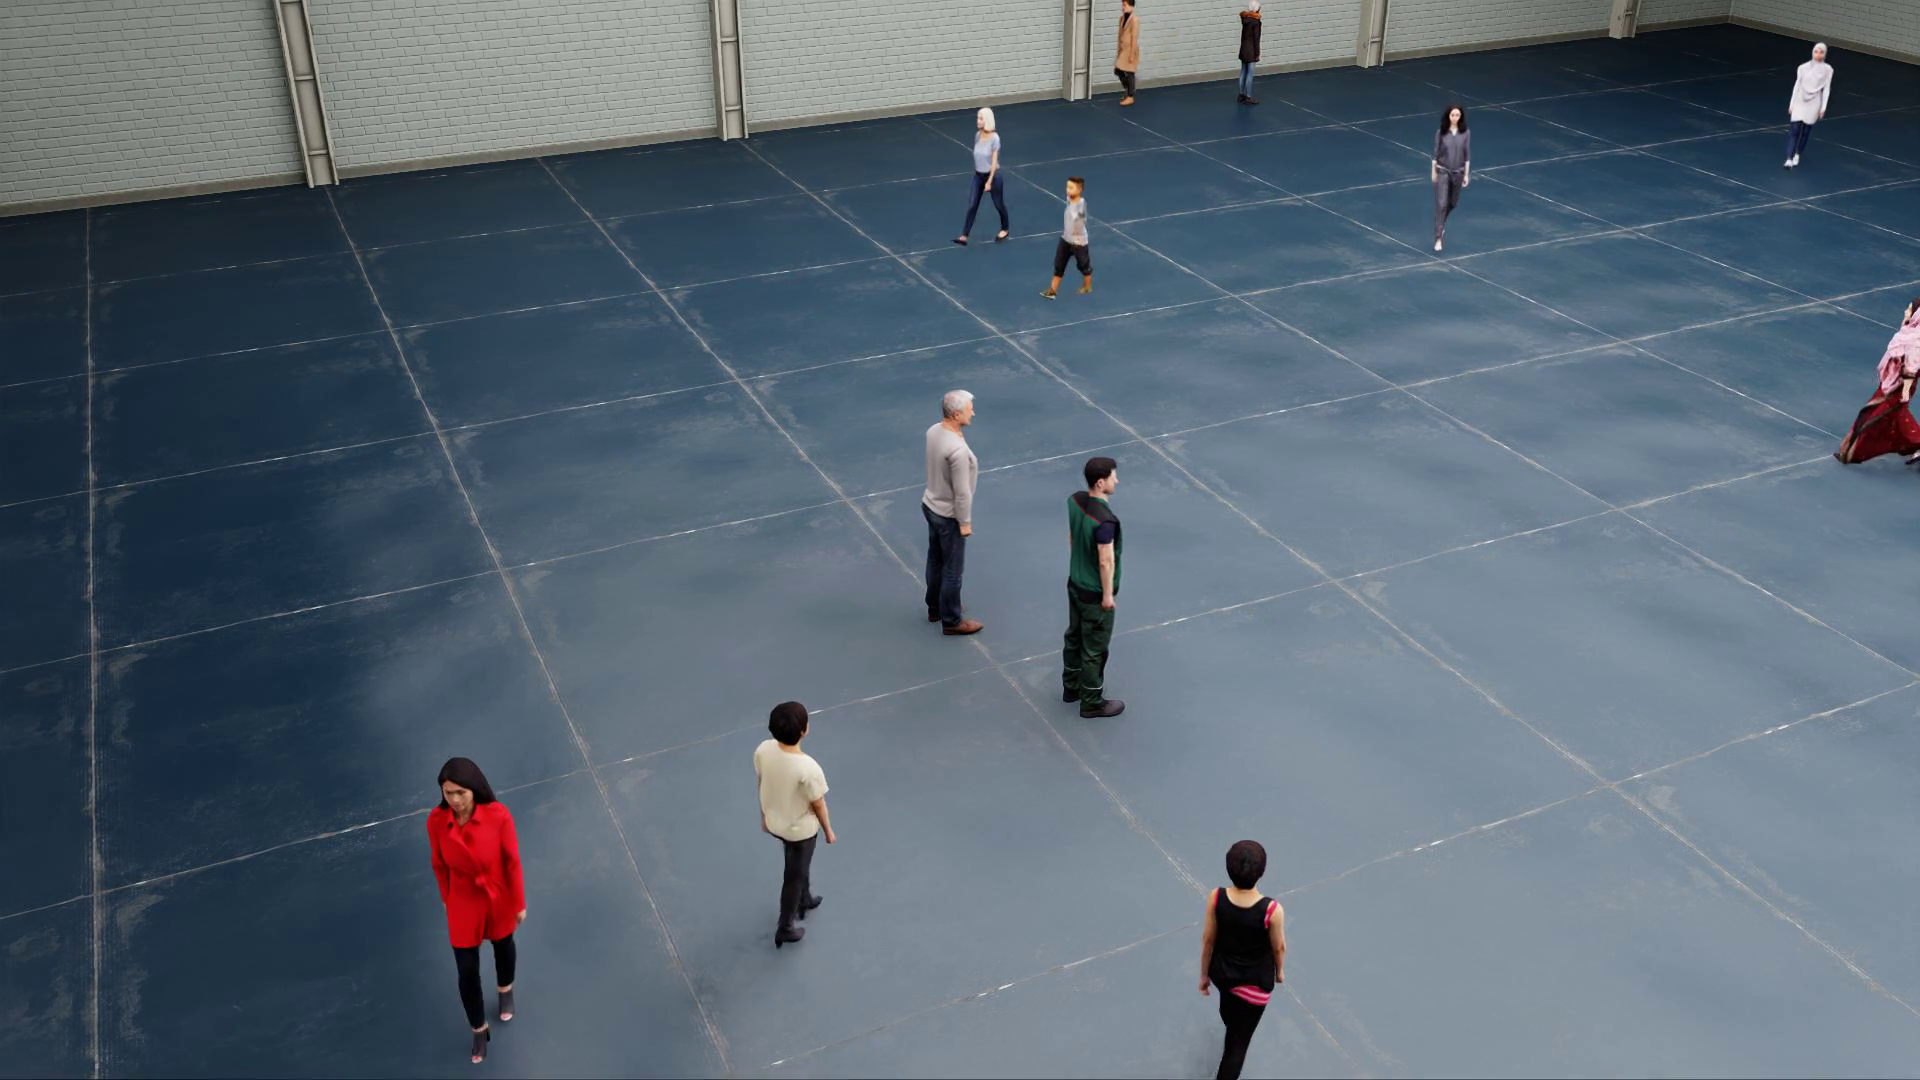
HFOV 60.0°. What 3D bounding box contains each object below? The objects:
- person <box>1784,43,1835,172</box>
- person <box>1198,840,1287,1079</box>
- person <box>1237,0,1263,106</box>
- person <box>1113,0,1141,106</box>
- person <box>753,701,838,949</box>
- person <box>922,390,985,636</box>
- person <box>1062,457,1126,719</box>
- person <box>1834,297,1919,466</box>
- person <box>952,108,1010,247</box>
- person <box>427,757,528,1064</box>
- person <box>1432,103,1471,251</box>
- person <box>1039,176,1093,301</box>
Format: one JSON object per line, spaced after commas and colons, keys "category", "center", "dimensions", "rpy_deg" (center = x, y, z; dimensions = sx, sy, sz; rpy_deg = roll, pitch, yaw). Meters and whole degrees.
{"category": "person", "center": [12.021, -6.129, 23.573], "dimensions": [1.041, 1.733, 1.196], "rpy_deg": [15, 32, 26]}
{"category": "person", "center": [1.354, 2.190, 8.184], "dimensions": [0.916, 1.516, 1.092], "rpy_deg": [15, 32, 26]}
{"category": "person", "center": [4.725, -7.962, 27.122], "dimensions": [0.581, 1.633, 0.614], "rpy_deg": [-11, 30, -20]}
{"category": "person", "center": [2.802, -7.954, 27.019], "dimensions": [0.754, 1.716, 0.693], "rpy_deg": [-17, 33, -29]}
{"category": "person", "center": [-0.973, 1.622, 9.192], "dimensions": [0.758, 1.570, 0.831], "rpy_deg": [19, 34, 32]}
{"category": "person", "center": [-0.085, -0.207, 12.275], "dimensions": [0.611, 1.900, 0.718], "rpy_deg": [-11, 30, -20]}
{"category": "person", "center": [0.899, 0.308, 11.310], "dimensions": [0.560, 1.899, 0.661], "rpy_deg": [-11, 30, -20]}
{"category": "person", "center": [8.414, -1.375, 14.780], "dimensions": [1.102, 1.607, 1.062], "rpy_deg": [11, 30, 20]}
{"category": "person", "center": [0.414, -4.445, 20.481], "dimensions": [0.877, 1.666, 1.207], "rpy_deg": [23, 36, 36]}
{"category": "person", "center": [-2.465, 1.815, 8.657], "dimensions": [0.778, 1.732, 0.786], "rpy_deg": [-4, 28, -8]}
{"category": "person", "center": [6.047, -4.523, 20.564], "dimensions": [1.137, 1.727, 1.044], "rpy_deg": [3, 28, 5]}
{"category": "person", "center": [1.362, -3.494, 18.950], "dimensions": [1.046, 1.428, 0.784], "rpy_deg": [-24, 36, -37]}
